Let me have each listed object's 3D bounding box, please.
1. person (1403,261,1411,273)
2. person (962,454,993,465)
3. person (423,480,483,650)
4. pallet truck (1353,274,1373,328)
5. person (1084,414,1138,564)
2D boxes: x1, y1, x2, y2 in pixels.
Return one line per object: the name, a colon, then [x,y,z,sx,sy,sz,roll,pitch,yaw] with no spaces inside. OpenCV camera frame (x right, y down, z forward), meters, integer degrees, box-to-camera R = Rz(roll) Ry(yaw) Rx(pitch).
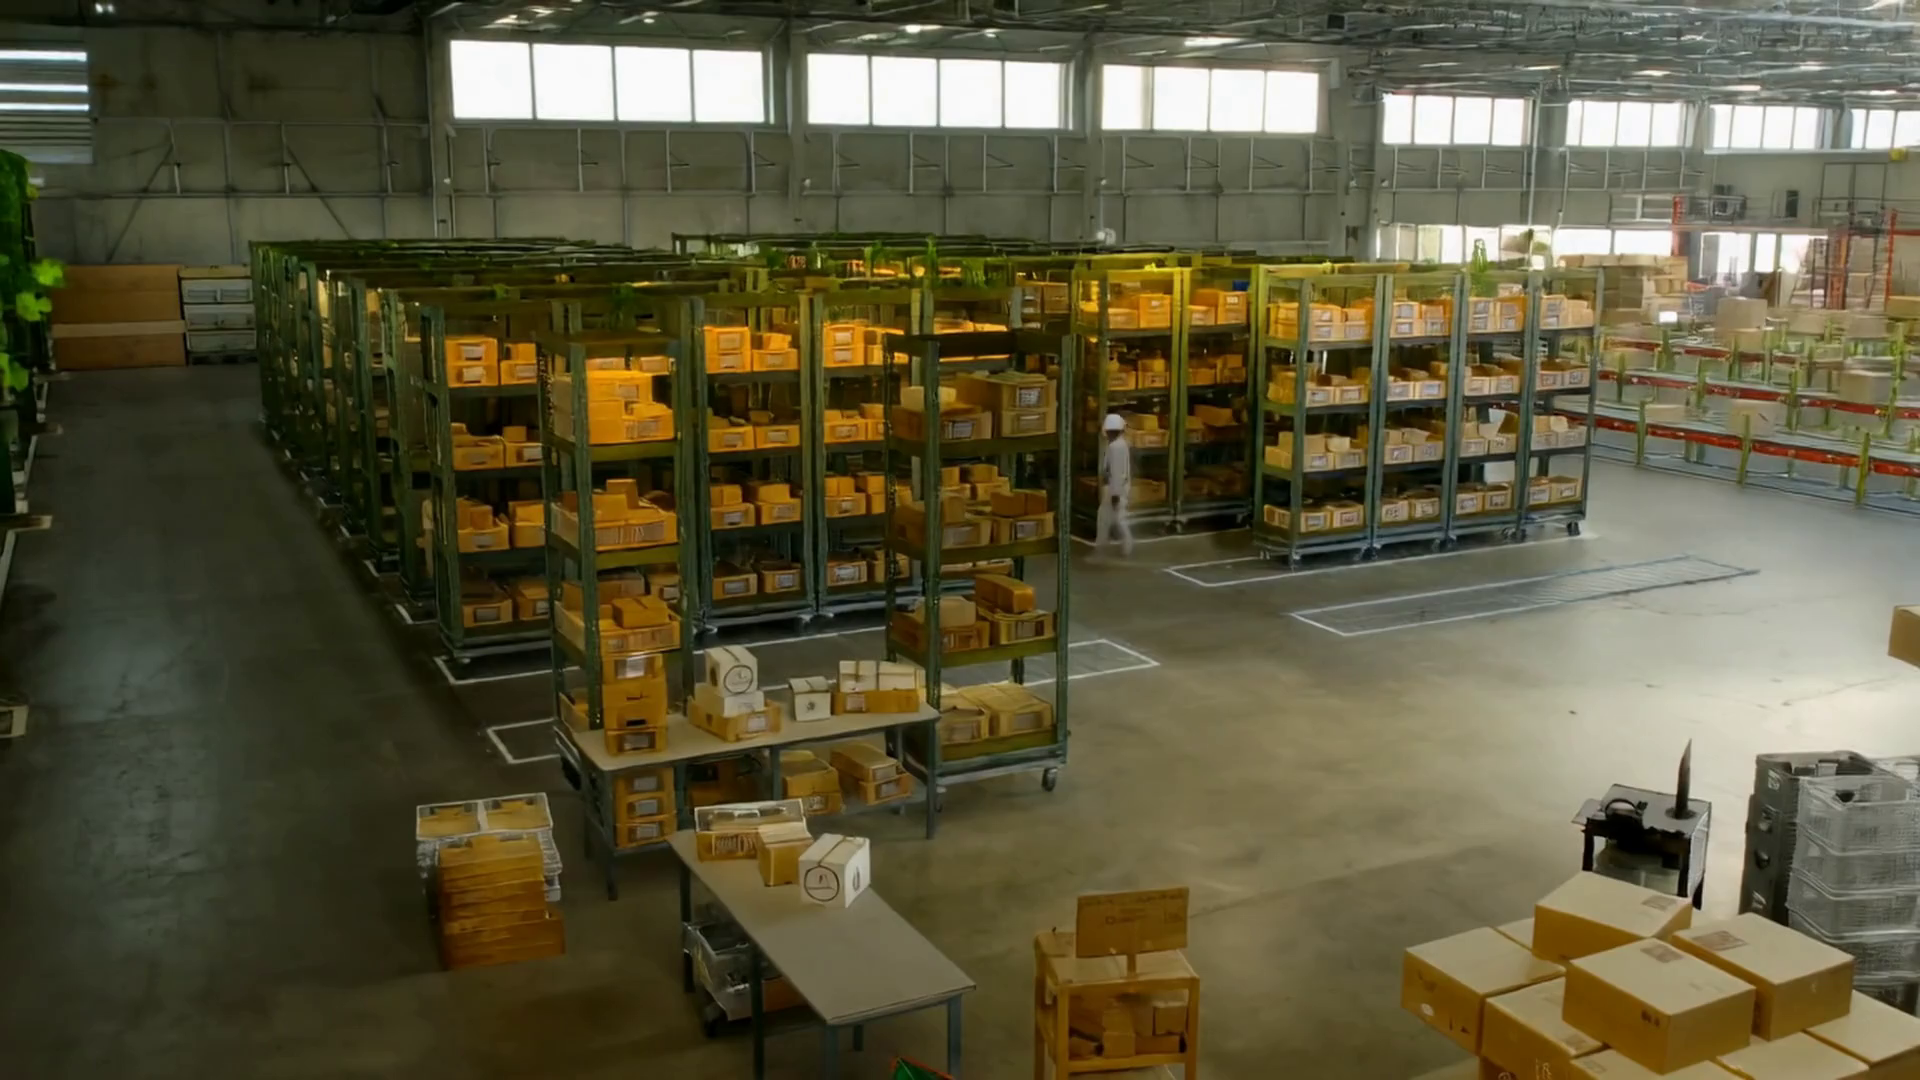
person: [16.590,-9.483,62.174,0.637,1.904,0.403,0,12,1]
person: [0.233,-0.931,22.332,0.403,1.833,0.586,-2,12,-8]
person: [-5.199,0.188,17.085,0.564,1.838,0.397,-8,15,-34]
pallet truck: [13.011,-8.050,55.243,0.823,1.965,1.885,-7,14,-28]
person: [1.928,-0.638,20.791,0.680,1.906,0.678,1,12,5]
